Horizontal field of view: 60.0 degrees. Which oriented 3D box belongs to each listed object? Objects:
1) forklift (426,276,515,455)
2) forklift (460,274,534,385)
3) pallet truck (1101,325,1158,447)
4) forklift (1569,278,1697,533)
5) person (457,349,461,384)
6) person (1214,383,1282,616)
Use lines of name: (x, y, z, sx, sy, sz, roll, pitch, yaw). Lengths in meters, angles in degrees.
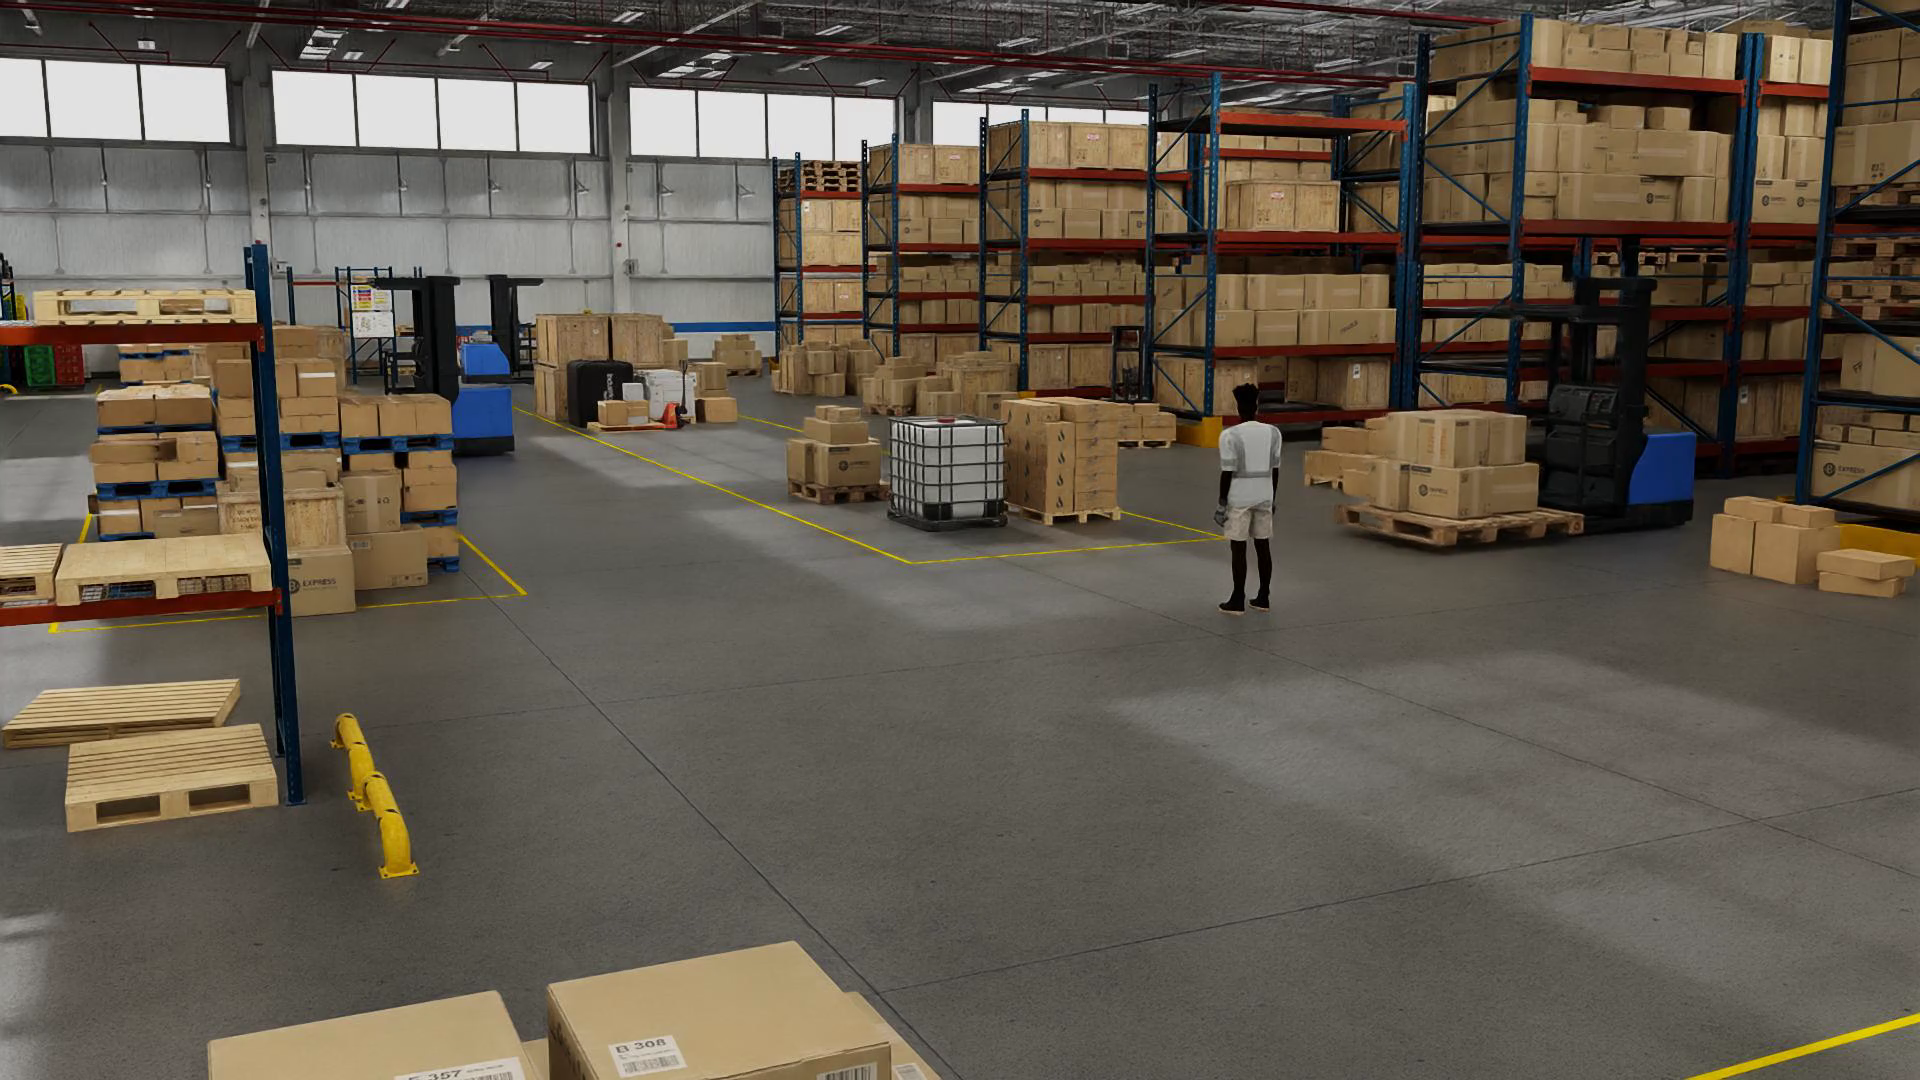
forklift: (-8.069, -2.737, 26.069, 1.873, 2.768, 1.129, -4, 10, -25)
forklift: (-11.693, -5.343, 42.238, 1.873, 2.768, 1.129, -4, 10, -25)
pallet truck: (2.881, -2.596, 27.923, 0.823, 1.965, 1.885, -1, 9, -7)
forklift: (7.322, -1.565, 18.796, 1.873, 2.768, 1.129, -4, 10, -25)
person: (-8.703, -2.604, 27.978, 0.609, 1.996, 0.383, -4, 10, -23)
person: (2.425, -0.340, 14.037, 0.601, 1.961, 0.372, -4, 10, -23)
